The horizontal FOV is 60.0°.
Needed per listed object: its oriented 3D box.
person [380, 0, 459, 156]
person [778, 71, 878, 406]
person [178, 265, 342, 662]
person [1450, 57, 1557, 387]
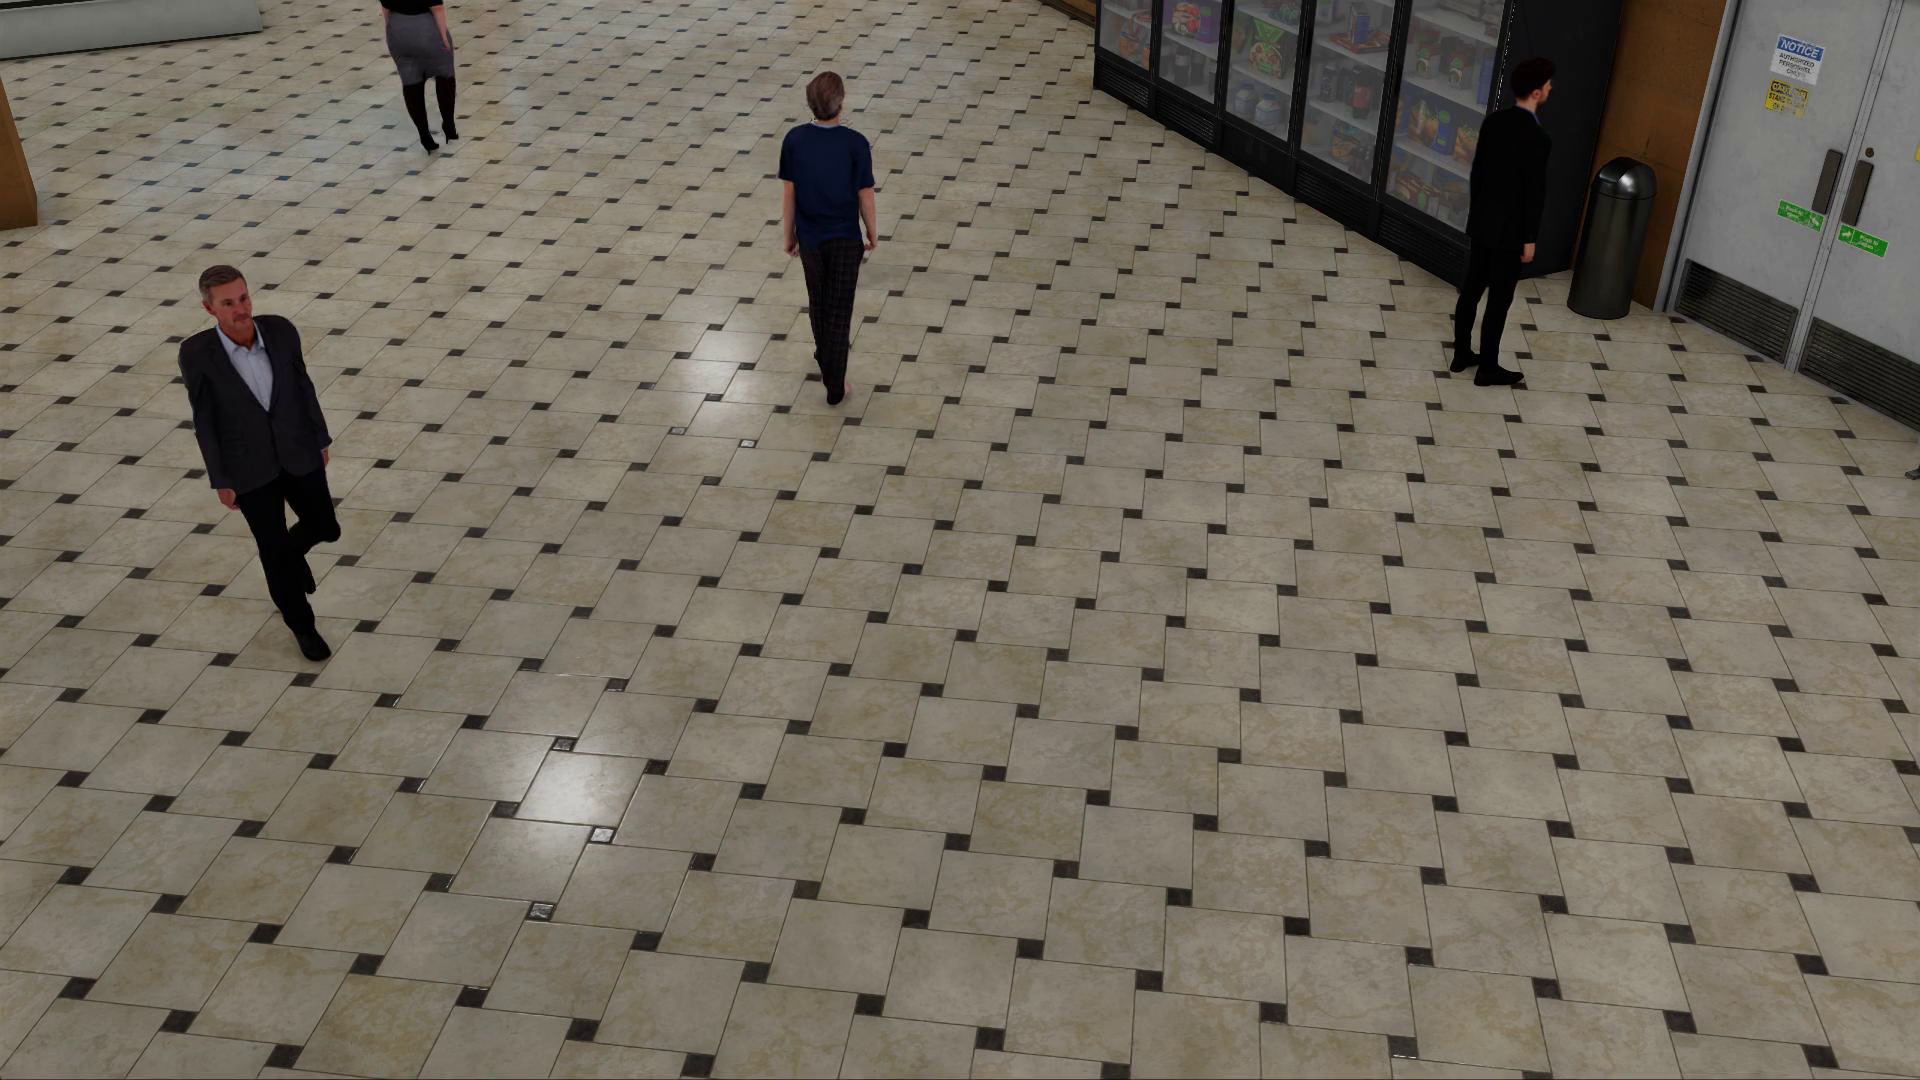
[{"bbox_3d":[-4.244,-3.858,12.946,0.754,1.741,0.852,1,32,2],"label":"person"},{"bbox_3d":[-0.748,-1.628,9.267,1.014,1.841,1.028,5,32,8],"label":"person"},{"bbox_3d":[-3.039,-0.371,7.257,0.947,1.831,0.934,-26,40,-35],"label":"person"},{"bbox_3d":[3.094,-1.806,9.505,0.596,1.893,0.680,-13,34,-20],"label":"person"}]
